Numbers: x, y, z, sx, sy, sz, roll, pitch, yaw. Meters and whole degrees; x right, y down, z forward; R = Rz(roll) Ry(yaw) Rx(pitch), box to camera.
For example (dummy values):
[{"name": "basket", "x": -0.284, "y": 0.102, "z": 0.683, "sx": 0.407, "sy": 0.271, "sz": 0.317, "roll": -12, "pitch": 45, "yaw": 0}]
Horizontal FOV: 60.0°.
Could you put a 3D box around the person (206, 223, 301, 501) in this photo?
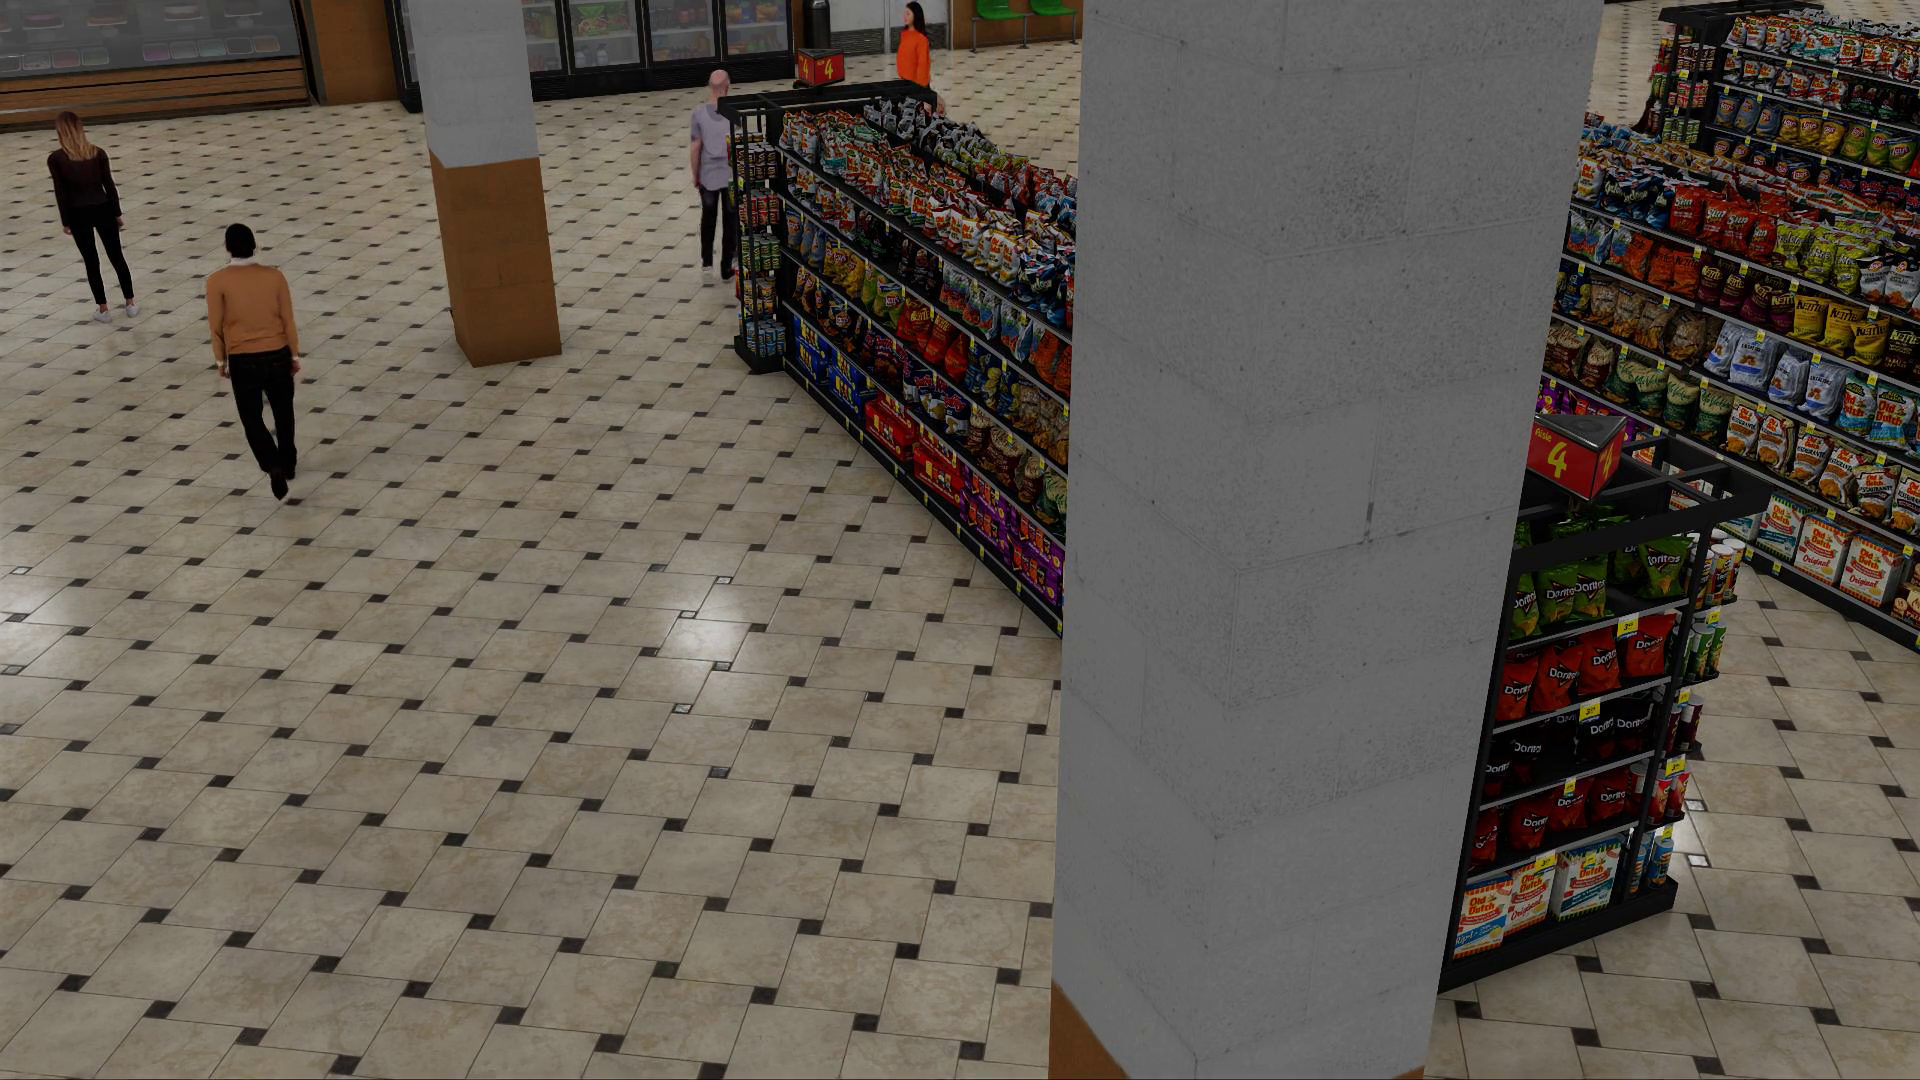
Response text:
[{"name": "person", "x": -4.412, "y": -1.109, "z": 10.504, "sx": 0.733, "sy": 1.739, "sz": 1.051, "roll": -16, "pitch": 31, "yaw": -28}]

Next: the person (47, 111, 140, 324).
[{"name": "person", "x": -7.067, "y": -2.624, "z": 13.530, "sx": 0.654, "sy": 1.703, "sz": 0.586, "roll": -20, "pitch": 33, "yaw": -34}]

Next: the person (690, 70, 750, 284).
[{"name": "person", "x": -2.061, "y": -3.104, "z": 14.351, "sx": 0.773, "sy": 1.817, "sz": 0.775, "roll": -2, "pitch": 27, "yaw": -3}]

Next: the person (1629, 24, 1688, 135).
[{"name": "person", "x": 8.291, "y": -5.372, "z": 19.443, "sx": 0.855, "sy": 1.255, "sz": 0.913, "roll": 3, "pitch": 27, "yaw": 6}]

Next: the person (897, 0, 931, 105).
[{"name": "person", "x": -0.418, "y": -4.927, "z": 18.075, "sx": 0.824, "sy": 1.700, "sz": 1.066, "roll": -18, "pitch": 32, "yaw": -32}]
